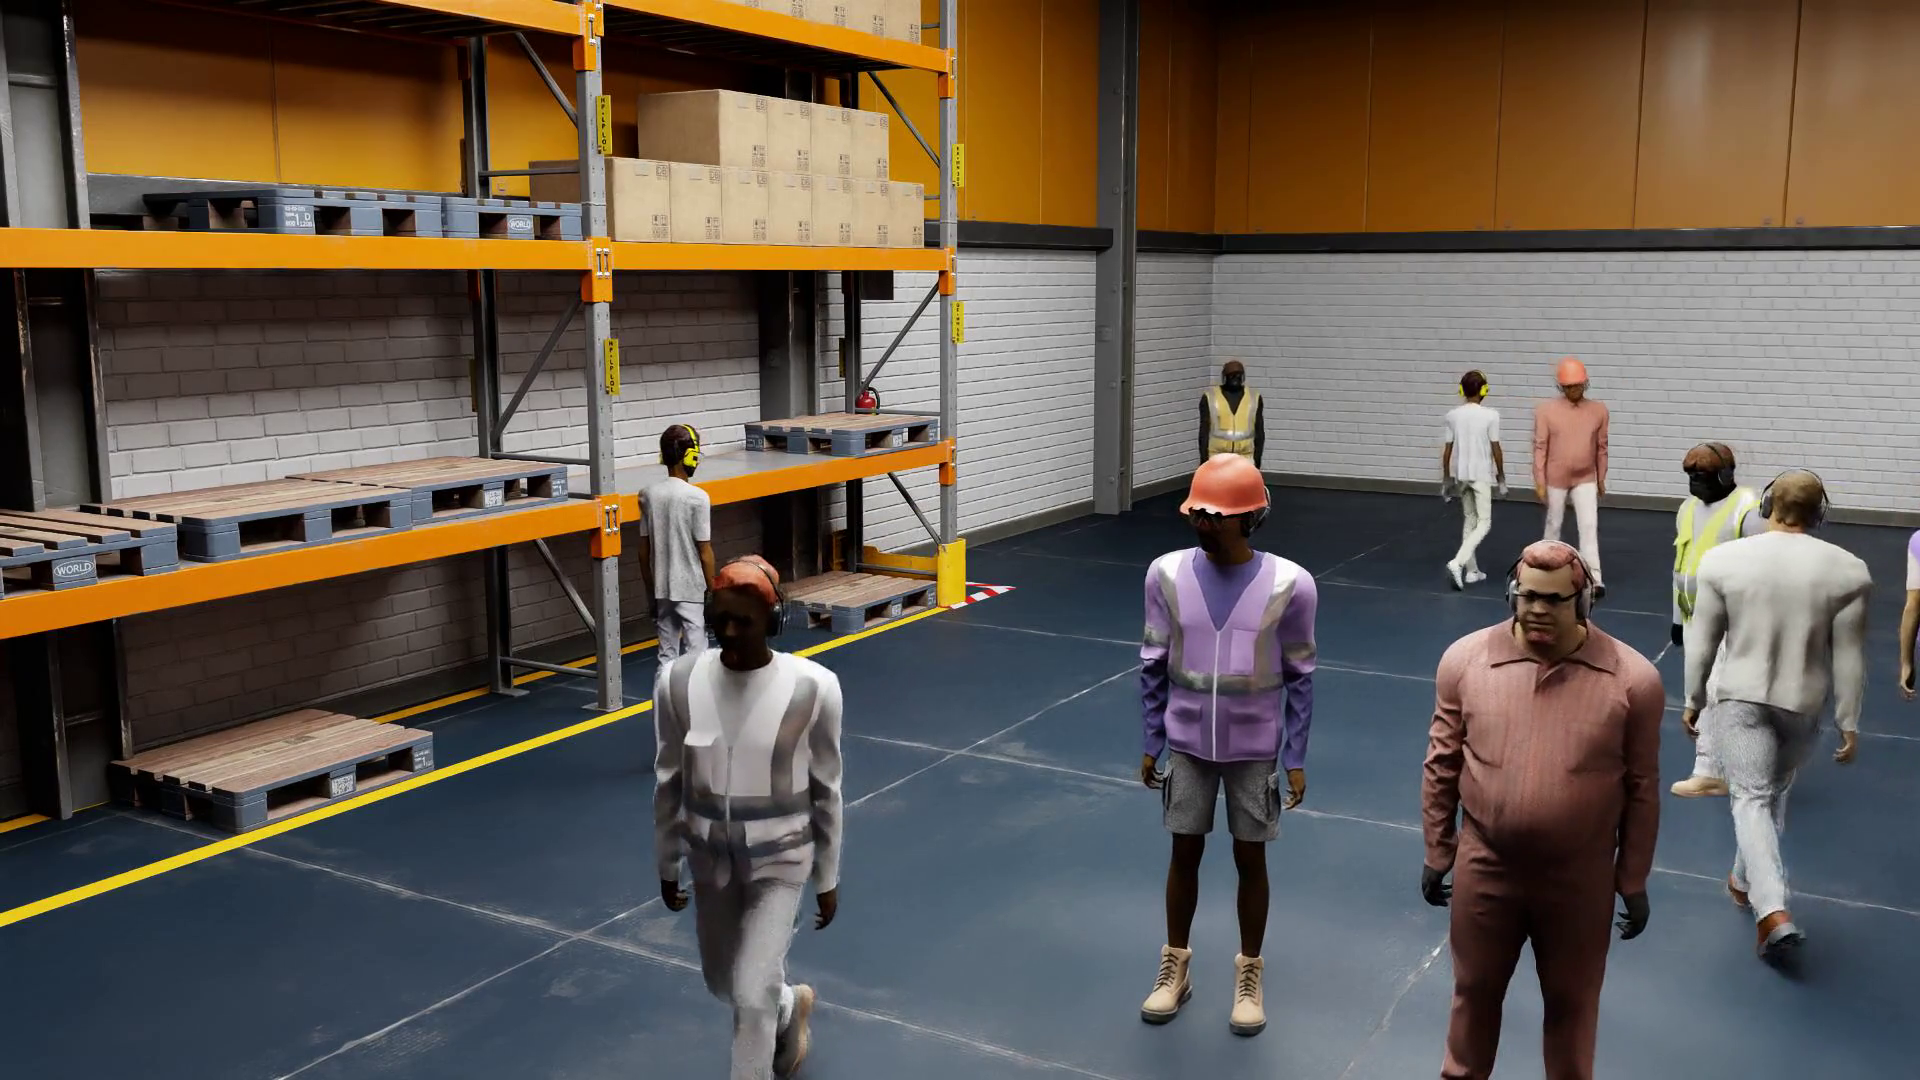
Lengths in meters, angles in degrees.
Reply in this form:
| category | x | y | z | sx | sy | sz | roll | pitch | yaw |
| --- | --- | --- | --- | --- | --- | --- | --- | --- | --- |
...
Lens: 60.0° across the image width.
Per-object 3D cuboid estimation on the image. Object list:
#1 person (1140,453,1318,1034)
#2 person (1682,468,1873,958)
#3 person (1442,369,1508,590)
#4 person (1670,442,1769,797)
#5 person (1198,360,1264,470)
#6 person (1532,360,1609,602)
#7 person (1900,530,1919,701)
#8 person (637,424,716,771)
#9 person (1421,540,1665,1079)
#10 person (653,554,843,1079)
| category | x | y | z | sx | sy | sz | roll | pitch | yaw |
| --- | --- | --- | --- | --- | --- | --- | --- | --- | --- |
| person | 0.917 | 0.709 | 5.798 | 0.609 | 2.040 | 0.394 | 3 | 10 | 21 |
| person | 3.220 | 0.668 | 6.572 | 0.643 | 1.887 | 0.973 | 3 | 10 | 17 |
| person | 4.313 | -0.508 | 14.002 | 0.800 | 1.845 | 0.543 | -7 | 12 | -39 |
| person | 3.855 | 0.411 | 8.374 | 0.531 | 1.815 | 0.665 | -2 | 9 | -12 |
| person | 2.606 | -0.824 | 16.043 | 0.638 | 1.830 | 0.536 | 0 | 9 | 1 |
| person | 4.987 | -0.475 | 13.497 | 0.625 | 1.936 | 1.013 | 1 | 9 | 5 |
| person | 4.598 | 0.557 | 7.469 | 0.870 | 1.799 | 0.614 | -9 | 13 | -43 |
| person | -1.458 | 0.321 | 8.774 | 0.518 | 1.865 | 0.326 | 6 | 11 | 32 |
| person | 1.651 | 0.938 | 4.790 | 0.652 | 1.904 | 0.402 | 4 | 10 | 24 |
| person | -0.606 | 0.936 | 4.973 | 0.581 | 1.857 | 0.854 | 2 | 9 | 14 |
